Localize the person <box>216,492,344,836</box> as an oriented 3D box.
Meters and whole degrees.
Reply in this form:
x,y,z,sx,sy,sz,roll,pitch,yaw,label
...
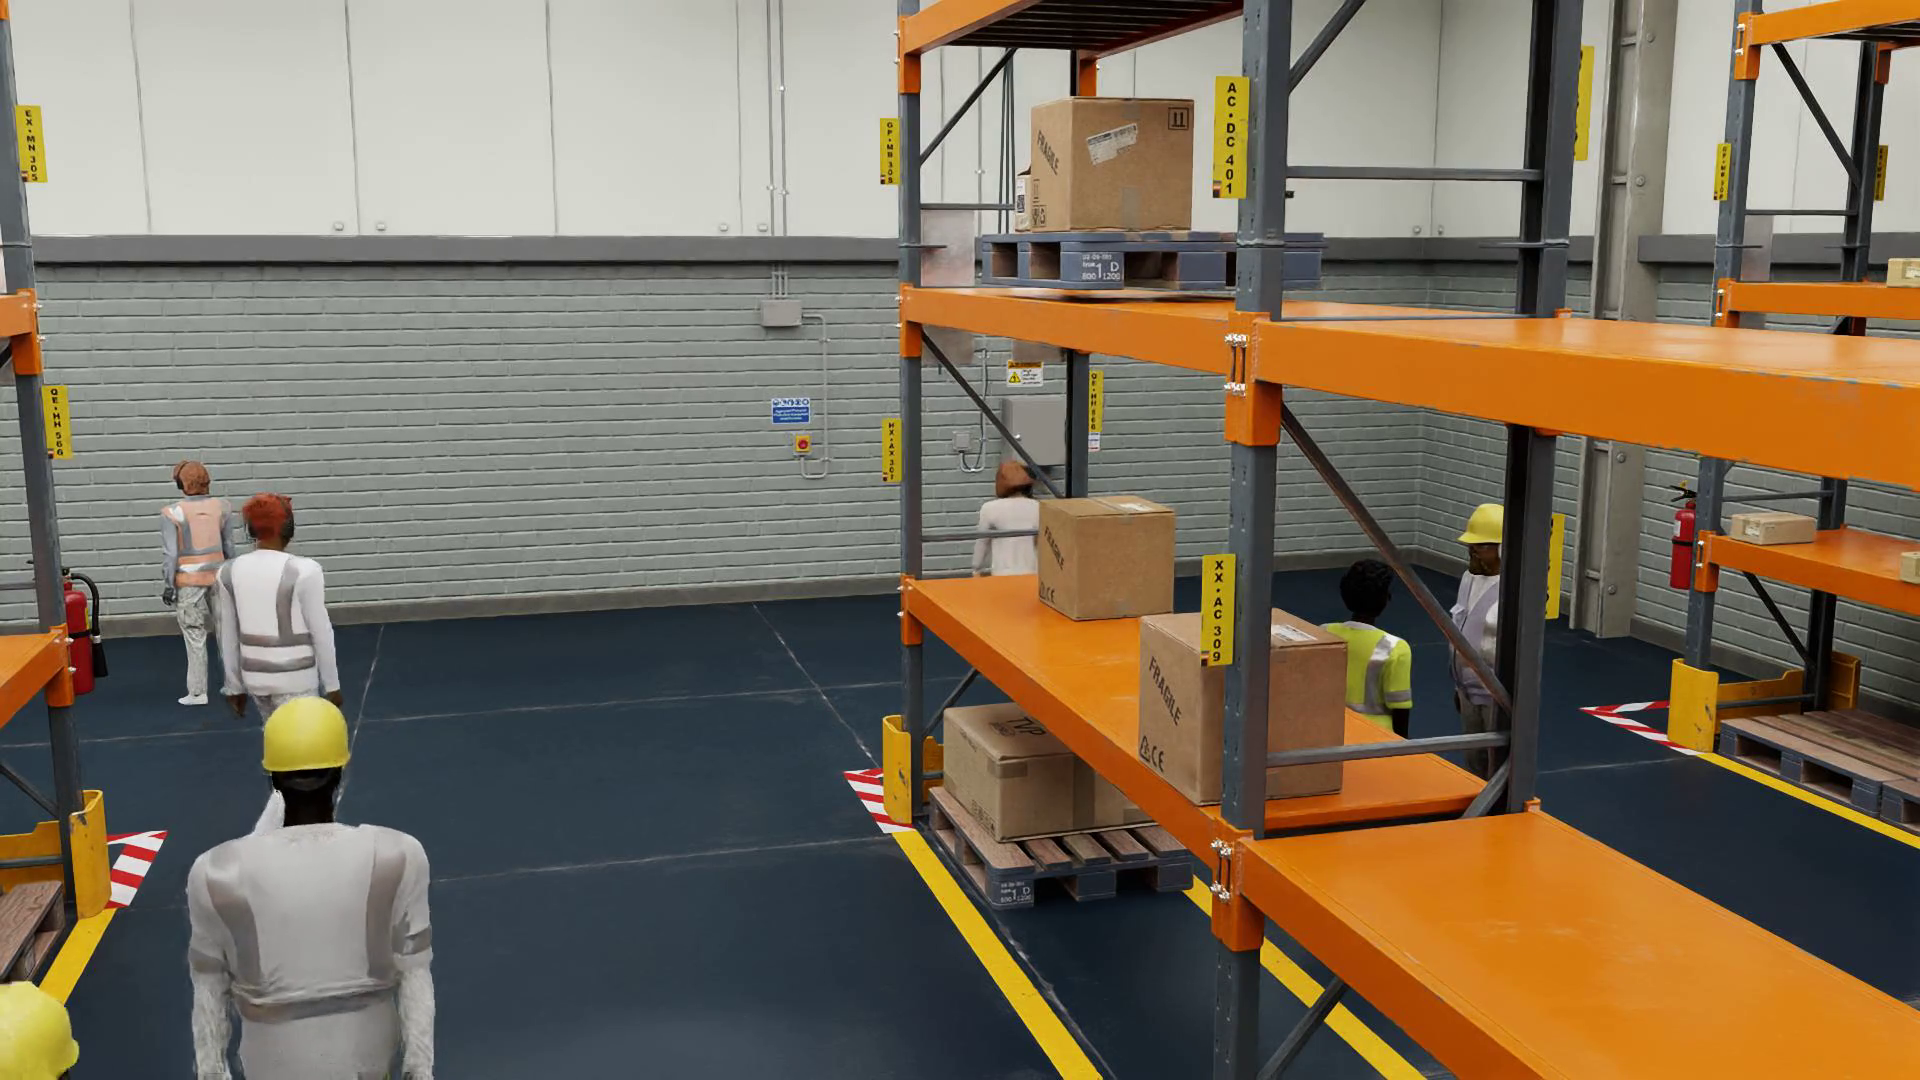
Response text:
x,y,z,sx,sy,sz,roll,pitch,yaw,label
-3.332,0.698,8.113,0.595,1.866,0.743,3,10,18,person

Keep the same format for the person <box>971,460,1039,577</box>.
x,y,z,sx,sy,sz,roll,pitch,yaw,label
0.358,0.246,11.453,0.497,1.588,0.826,-4,11,-19,person

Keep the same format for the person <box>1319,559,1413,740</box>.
x,y,z,sx,sy,sz,roll,pitch,yaw,label
1.743,0.922,7.295,0.322,1.697,0.535,-8,13,-40,person

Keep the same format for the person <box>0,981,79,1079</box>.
x,y,z,sx,sy,sz,roll,pitch,yaw,label
-1.706,1.655,3.039,0.532,1.725,0.883,-2,10,-13,person

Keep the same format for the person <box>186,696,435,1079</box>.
x,y,z,sx,sy,sz,roll,pitch,yaw,label
-1.656,1.347,4.312,0.592,1.896,0.908,-4,11,-24,person

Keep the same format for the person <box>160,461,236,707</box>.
x,y,z,sx,sy,sz,roll,pitch,yaw,label
-5.052,0.289,11.068,0.307,1.639,0.525,7,12,34,person
